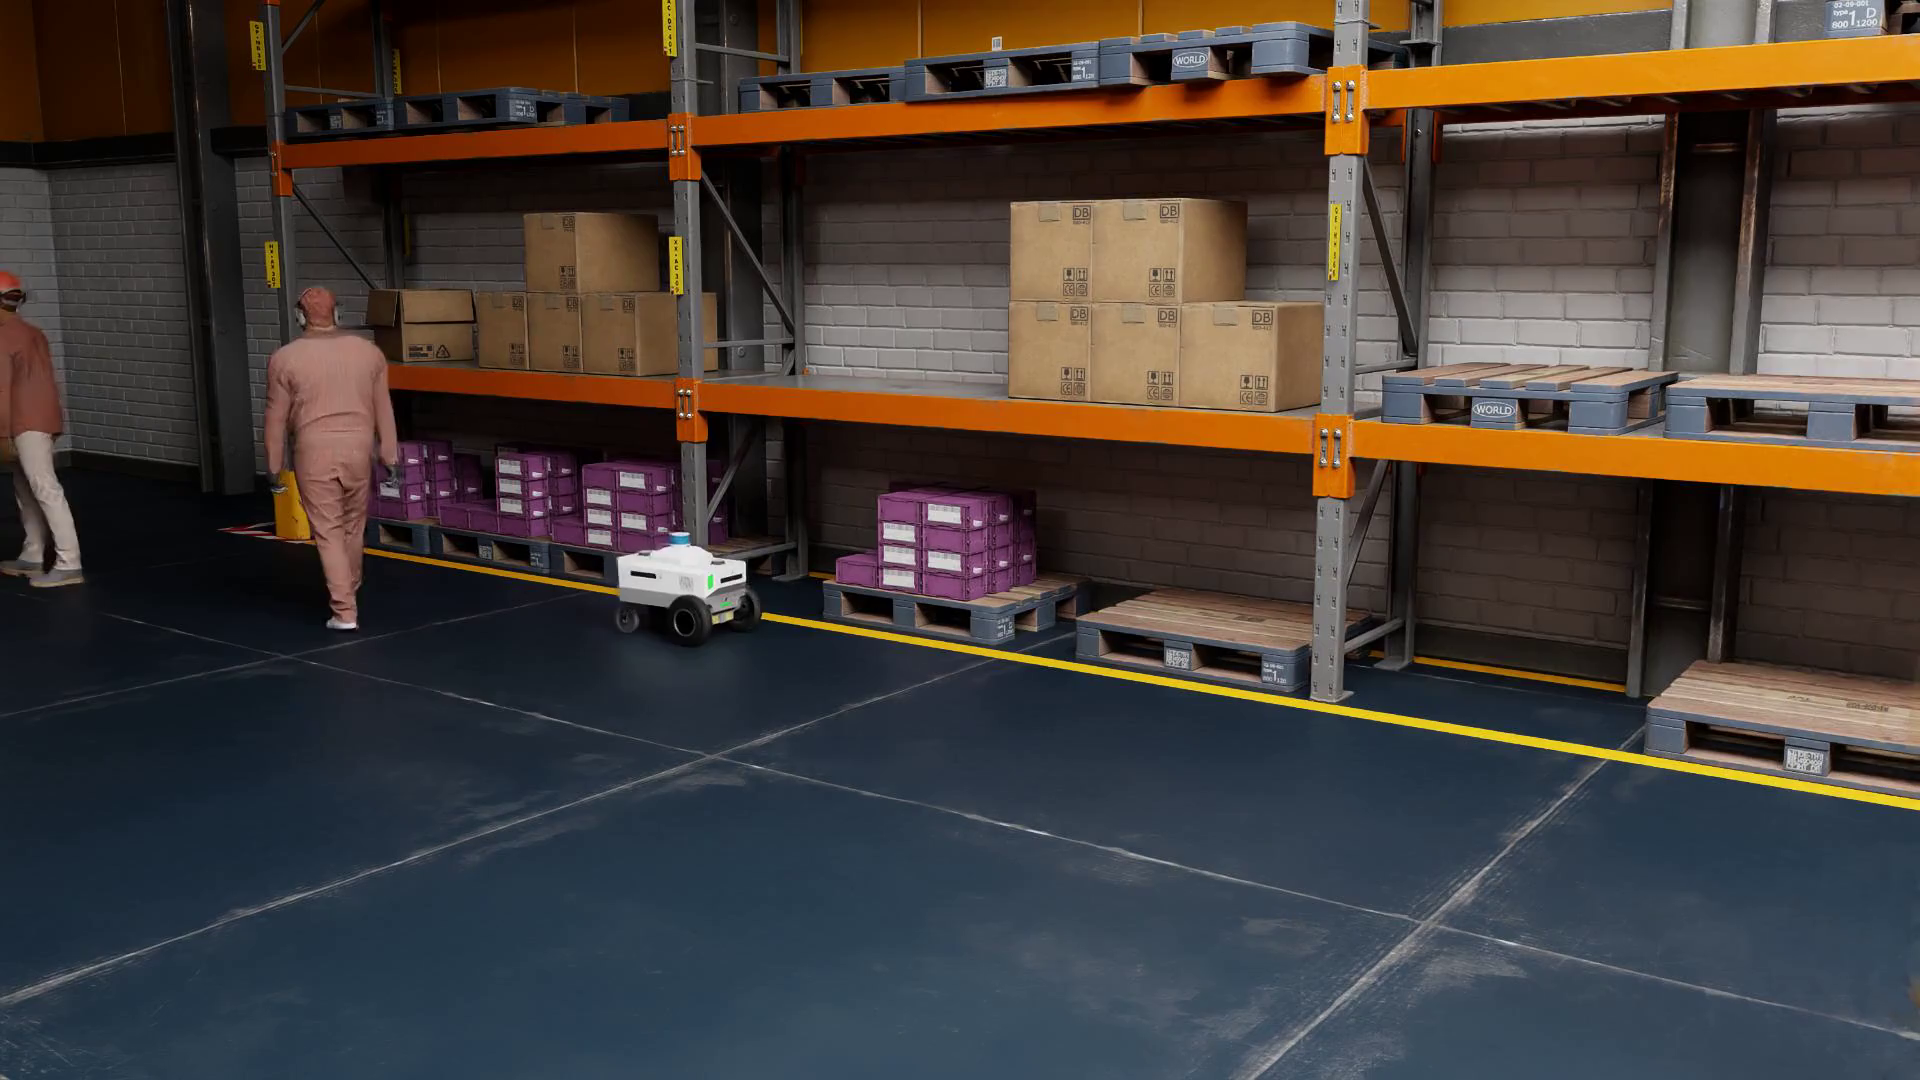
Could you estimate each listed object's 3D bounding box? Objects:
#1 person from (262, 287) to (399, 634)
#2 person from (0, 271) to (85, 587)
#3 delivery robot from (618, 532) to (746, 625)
[{"bbox_3d":[-3.531,-0.454,9.241,0.685,1.871,0.897,-8,13,-41],"label":"person"},{"bbox_3d":[-5.852,-0.687,10.385,0.653,1.957,0.621,-1,10,-8],"label":"person"},{"bbox_3d":[-1.504,0.202,8.975,0.707,0.478,0.477,6,11,32],"label":"delivery robot"}]
